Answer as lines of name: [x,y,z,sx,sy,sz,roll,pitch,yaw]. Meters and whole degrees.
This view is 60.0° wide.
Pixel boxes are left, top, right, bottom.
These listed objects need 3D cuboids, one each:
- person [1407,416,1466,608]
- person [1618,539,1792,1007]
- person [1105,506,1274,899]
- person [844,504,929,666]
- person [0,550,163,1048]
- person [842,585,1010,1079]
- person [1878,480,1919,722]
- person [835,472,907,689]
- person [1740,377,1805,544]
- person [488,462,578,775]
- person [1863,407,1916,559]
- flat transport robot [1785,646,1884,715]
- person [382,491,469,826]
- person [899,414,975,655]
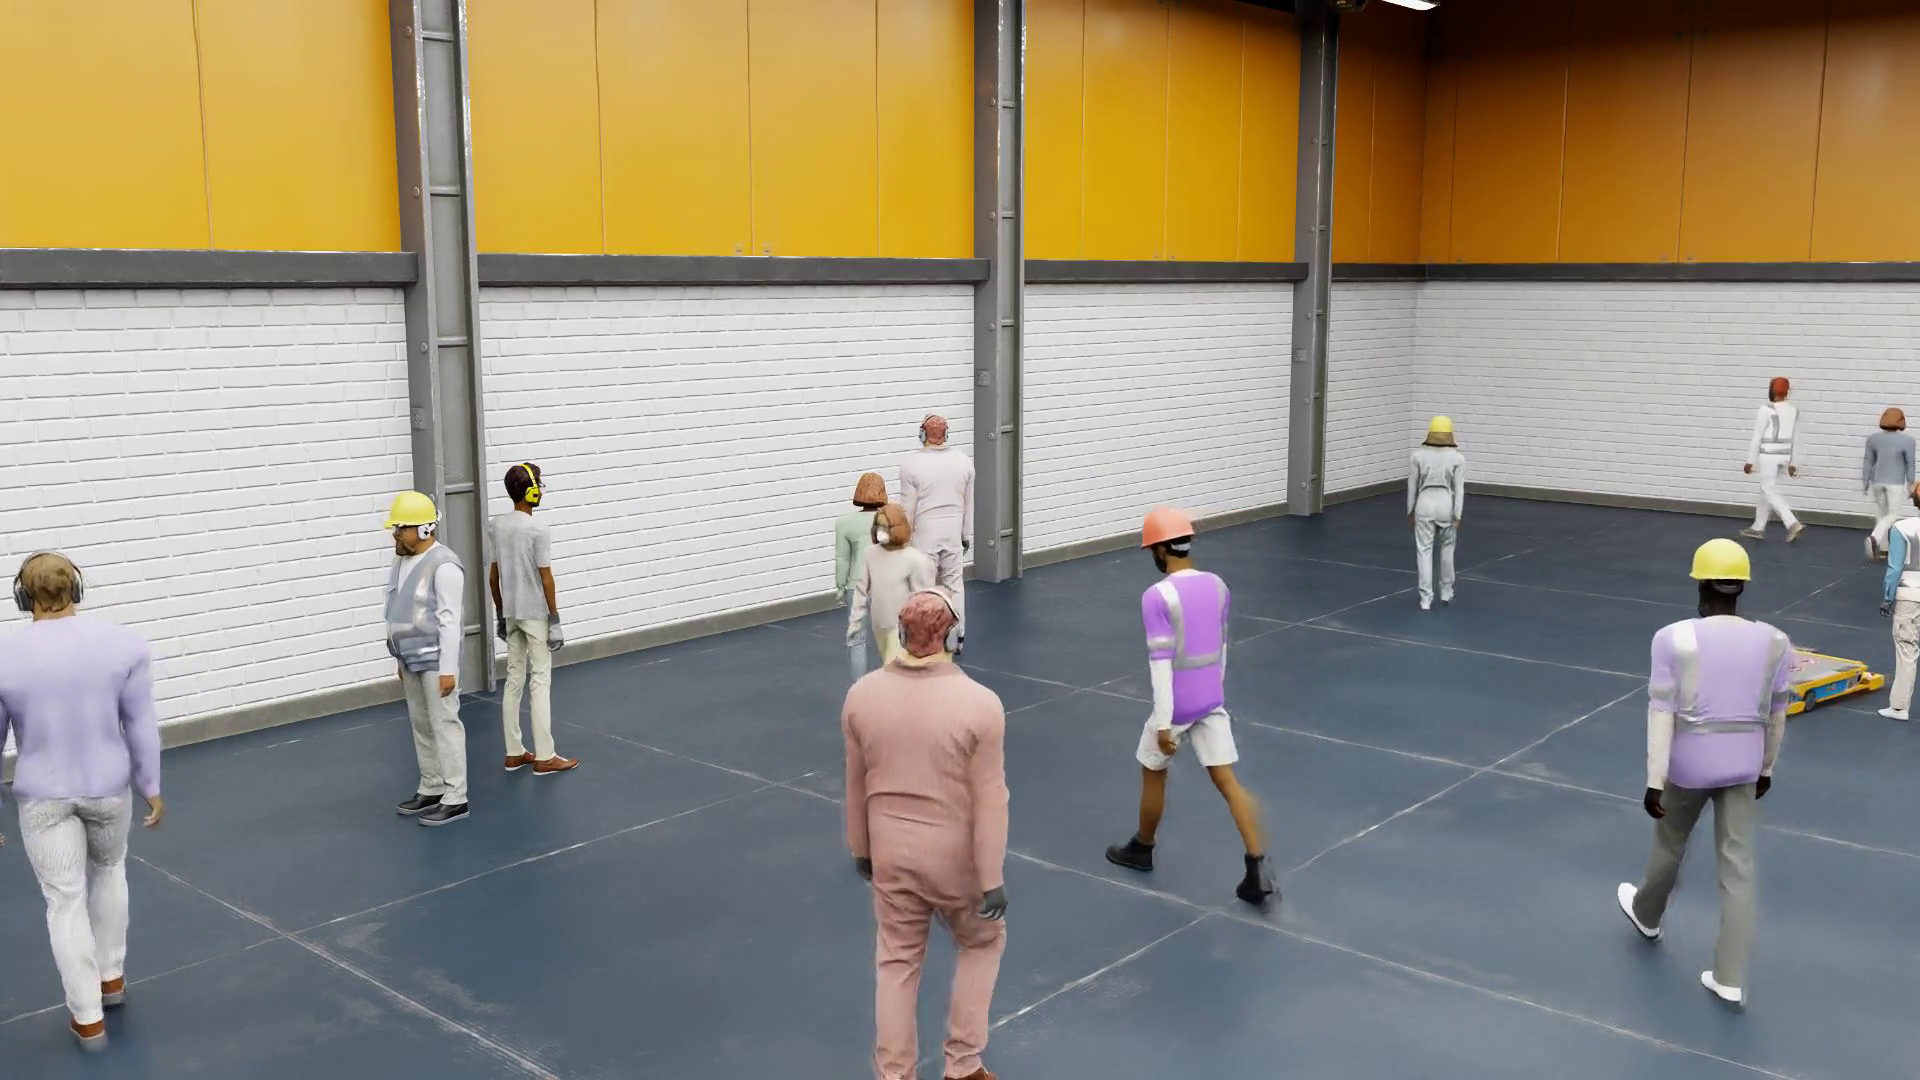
person: [4.303,-0.267,15.057,0.504,1.712,0.799,3,9,18]
person: [3.159,0.923,7.053,0.617,1.872,0.980,0,9,2]
person: [1.140,0.781,8.003,0.587,1.877,1.018,-7,11,-37]
person: [-0.426,0.564,10.245,0.502,1.587,0.869,8,12,40]
person: [-3.523,0.984,6.555,0.652,1.912,0.767,-6,11,-34]
person: [-0.090,1.101,5.905,0.670,1.893,0.610,5,10,27]
person: [6.405,0.406,11.067,0.513,1.640,0.309,0,9,1]
person: [-0.607,0.348,11.448,0.507,1.633,0.278,-1,9,-5]
person: [9.118,-0.890,18.546,0.577,1.858,0.855,-4,10,-26]
person: [-2.579,0.468,9.951,0.517,1.873,0.328,5,10,30]
person: [9.665,-0.586,17.363,0.679,1.614,0.506,-6,11,-32]
flat transport robot: [5.855,0.980,11.744,1.431,0.197,0.652,-7,11,-36]
person: [-2.913,0.637,9.058,0.586,1.824,0.404,8,12,41]
person: [-0.203,-0.028,12.955,0.643,1.909,0.410,-5,10,-28]
